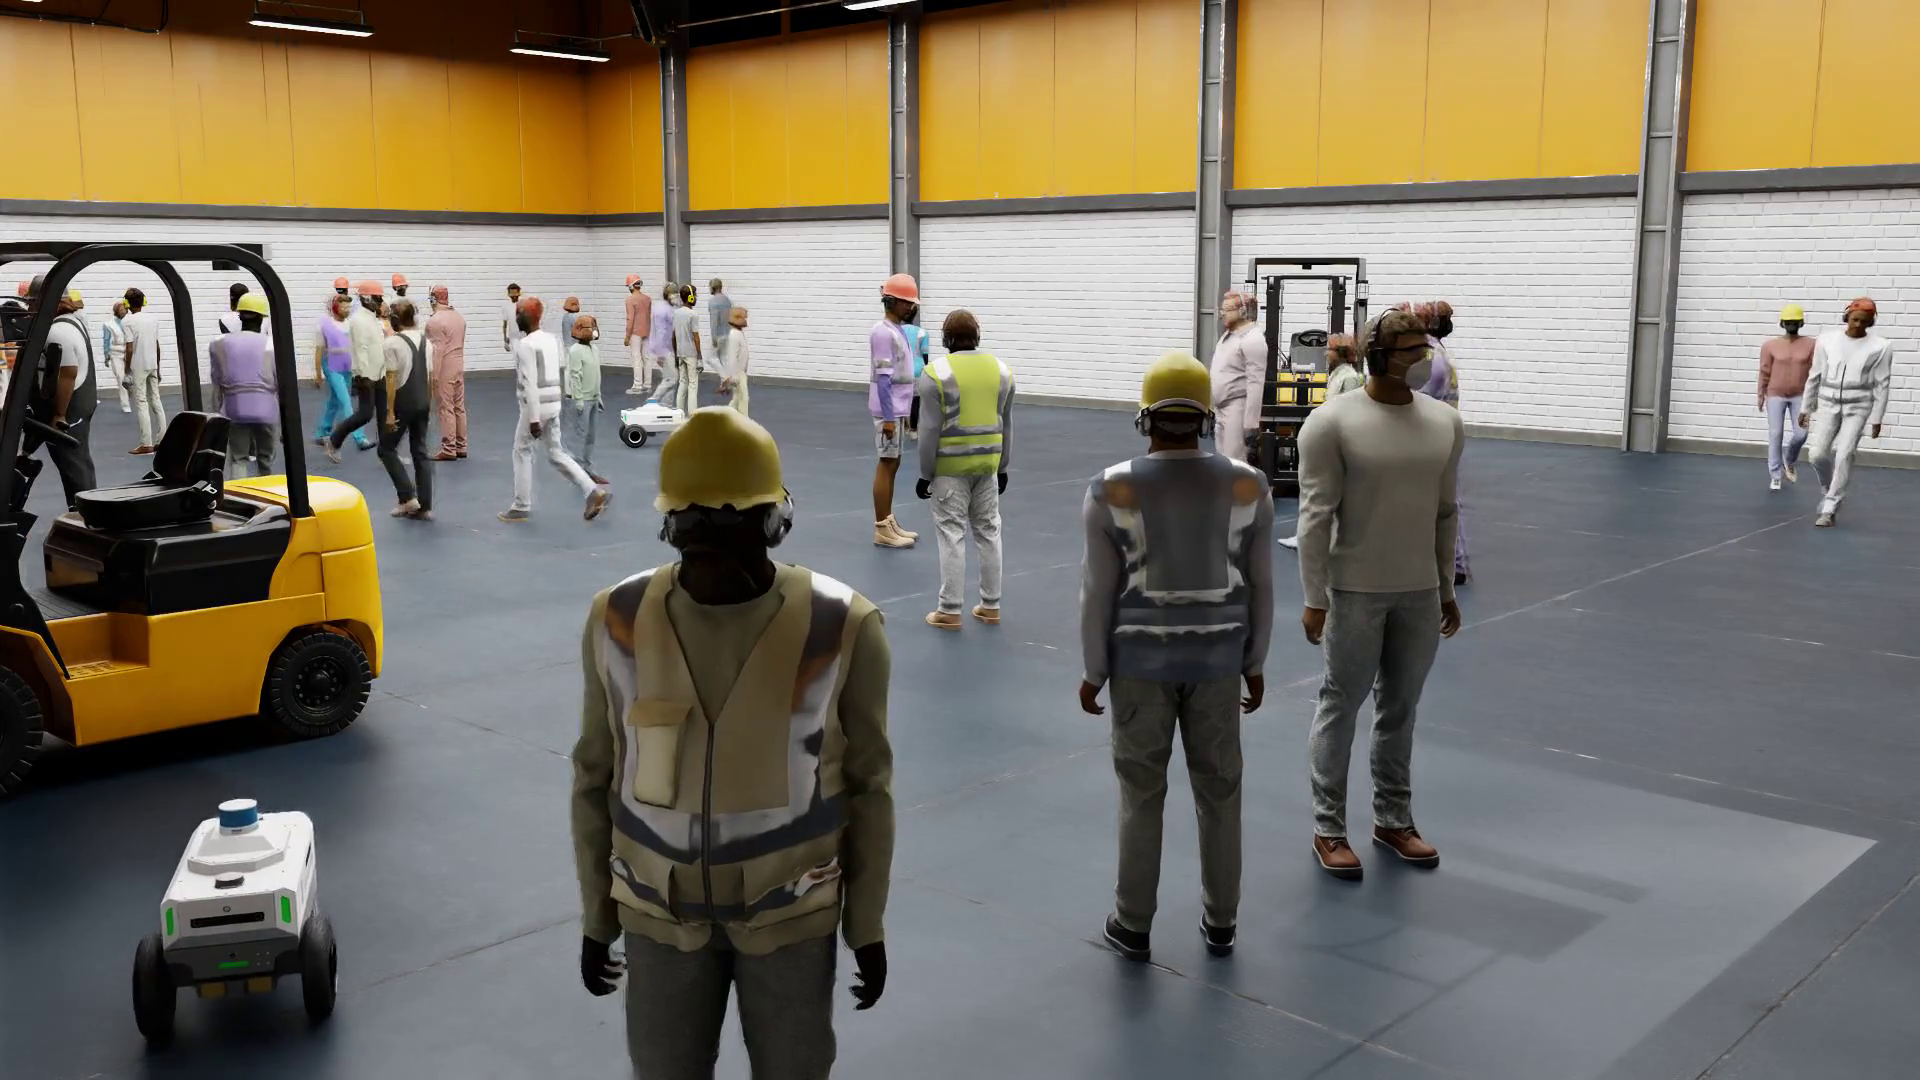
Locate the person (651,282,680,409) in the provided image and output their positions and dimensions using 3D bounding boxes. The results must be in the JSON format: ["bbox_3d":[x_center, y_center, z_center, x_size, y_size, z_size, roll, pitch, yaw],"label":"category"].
[{"bbox_3d":[-3.894,-2.463,22.044,0.496,1.903,0.769,2,9,9],"label":"person"}]

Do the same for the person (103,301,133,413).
[{"bbox_3d":[-12.153,-2.657,24.119,0.529,1.618,0.614,-8,12,-40],"label":"person"}]

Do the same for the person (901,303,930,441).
[{"bbox_3d":[-0.626,-2.001,19.869,0.539,1.679,0.558,1,9,4],"label":"person"}]

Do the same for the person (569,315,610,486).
[{"bbox_3d":[-3.548,-1.322,15.854,0.286,1.636,0.498,2,9,11],"label":"person"}]

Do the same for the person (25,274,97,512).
[{"bbox_3d":[-6.851,-0.997,12.623,0.536,2.000,0.688,-3,10,-18],"label":"person"}]

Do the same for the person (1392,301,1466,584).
[{"bbox_3d":[2.877,-0.620,10.864,0.992,1.852,0.661,0,9,0],"label":"person"}]

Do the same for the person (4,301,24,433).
[{"bbox_3d":[-11.761,-2.145,20.782,0.547,1.660,0.747,-7,12,-38],"label":"person"}]

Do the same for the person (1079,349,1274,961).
[{"bbox_3d":[0.640,0.351,4.990,0.586,1.835,0.403,-1,9,-5],"label":"person"}]

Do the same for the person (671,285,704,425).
[{"bbox_3d":[-3.479,-2.338,21.373,0.535,1.869,0.314,8,12,41],"label":"person"}]

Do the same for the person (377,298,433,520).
[{"bbox_3d":[-4.554,-1.062,13.664,0.461,1.827,0.551,5,10,28],"label":"person"}]

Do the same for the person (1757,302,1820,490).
[{"bbox_3d":[7.761,-1.342,15.599,0.537,1.759,0.404,3,10,19],"label":"person"}]

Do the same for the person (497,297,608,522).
[{"bbox_3d":[-3.355,-1.050,13.526,0.867,1.851,0.577,3,10,15],"label":"person"}]

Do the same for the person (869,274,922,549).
[{"bbox_3d":[-0.477,-0.960,12.420,0.393,2.034,0.605,1,9,7],"label":"person"}]

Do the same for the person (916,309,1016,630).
[{"bbox_3d":[0.013,-0.404,9.605,0.631,1.839,0.428,-6,11,-32],"label":"person"}]

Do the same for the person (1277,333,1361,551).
[{"bbox_3d":[2.701,-0.693,12.117,0.821,1.603,0.520,1,9,5],"label":"person"}]

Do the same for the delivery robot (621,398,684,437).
[{"bbox_3d":[-3.597,-1.418,19.461,0.707,0.478,0.477,-3,10,-17],"label":"delivery robot"}]

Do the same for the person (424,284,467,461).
[{"bbox_3d":[-5.594,-1.805,18.012,0.404,1.903,0.636,2,9,10],"label":"person"}]

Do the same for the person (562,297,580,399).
[{"bbox_3d":[-6.126,-3.034,26.362,0.279,1.633,0.504,-8,12,-40],"label":"person"}]

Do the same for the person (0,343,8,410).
[{"bbox_3d":[-8.320,-1.172,14.012,0.545,1.938,0.362,-3,10,-18],"label":"person"}]

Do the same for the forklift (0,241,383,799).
[{"bbox_3d":[-3.706,-0.171,7.093,1.214,2.155,2.313,9,13,43],"label":"forklift"}]

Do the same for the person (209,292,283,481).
[{"bbox_3d":[-5.548,-0.988,13.007,0.614,1.894,0.734,-2,10,-13],"label":"person"}]

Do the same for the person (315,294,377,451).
[{"bbox_3d":[-7.075,-1.909,19.005,1.005,1.788,0.589,5,10,26],"label":"person"}]

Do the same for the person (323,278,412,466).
[{"bbox_3d":[-6.209,-1.733,17.329,0.748,1.979,0.626,0,9,1],"label":"person"}]

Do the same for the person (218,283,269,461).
[{"bbox_3d":[-7.704,-1.809,17.977,0.398,1.920,0.590,5,10,27],"label":"person"}]

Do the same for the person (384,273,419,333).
[{"bbox_3d":[-9.181,-3.380,27.369,0.633,2.004,0.657,7,12,37],"label":"person"}]

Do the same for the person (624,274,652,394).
[{"bbox_3d":[-5.360,-3.413,27.607,0.393,1.985,0.611,5,10,26],"label":"person"}]

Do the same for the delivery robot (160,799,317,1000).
[{"bbox_3d":[-2.044,0.983,4.743,0.477,0.478,0.707,-3,10,-17],"label":"delivery robot"}]

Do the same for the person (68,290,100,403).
[{"bbox_3d":[-13.552,-2.961,25.569,0.493,1.746,0.283,2,10,14],"label":"person"}]

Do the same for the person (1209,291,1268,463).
[{"bbox_3d":[2.164,-0.979,13.052,0.535,1.918,0.671,-2,9,-12],"label":"person"}]

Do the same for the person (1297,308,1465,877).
[{"bbox_3d":[1.447,0.180,5.717,0.636,1.939,0.365,-3,10,-20],"label":"person"}]

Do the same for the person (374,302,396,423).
[{"bbox_3d":[-7.748,-2.395,22.423,0.311,1.638,0.523,1,9,7],"label":"person"}]

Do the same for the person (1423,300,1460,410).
[{"bbox_3d":[3.586,-0.904,12.706,0.429,1.836,0.634,3,10,16],"label":"person"}]

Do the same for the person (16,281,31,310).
[{"bbox_3d":[-12.199,-2.465,22.004,0.423,1.916,0.572,0,9,3],"label":"person"}]

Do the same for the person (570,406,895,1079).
[{"bbox_3d":[-0.420,0.668,3.071,0.606,1.831,0.404,1,9,4],"label":"person"}]

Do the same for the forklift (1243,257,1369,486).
[{"bbox_3d":[3.309,-1.629,16.029,1.214,2.155,2.313,2,9,11],"label":"forklift"}]

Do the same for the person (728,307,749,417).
[{"bbox_3d":[-2.704,-2.026,20.283,0.519,1.643,0.511,0,9,1],"label":"person"}]

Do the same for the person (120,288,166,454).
[{"bbox_3d":[-9.151,-1.880,18.588,0.334,1.864,0.521,3,10,20],"label":"person"}]

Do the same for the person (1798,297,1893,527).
[{"bbox_3d":[7.127,-1.031,13.404,0.662,1.852,0.538,8,12,42],"label":"person"}]

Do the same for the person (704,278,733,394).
[{"bbox_3d":[-3.975,-3.361,27.474,0.452,1.928,0.628,4,10,23],"label":"person"}]

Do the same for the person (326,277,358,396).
[{"bbox_3d":[-10.023,-3.310,27.108,0.542,1.943,0.349,1,9,7],"label":"person"}]

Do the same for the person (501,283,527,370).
[{"bbox_3d":[-7.221,-3.295,27.309,0.563,1.845,0.418,-1,9,-8],"label":"person"}]
